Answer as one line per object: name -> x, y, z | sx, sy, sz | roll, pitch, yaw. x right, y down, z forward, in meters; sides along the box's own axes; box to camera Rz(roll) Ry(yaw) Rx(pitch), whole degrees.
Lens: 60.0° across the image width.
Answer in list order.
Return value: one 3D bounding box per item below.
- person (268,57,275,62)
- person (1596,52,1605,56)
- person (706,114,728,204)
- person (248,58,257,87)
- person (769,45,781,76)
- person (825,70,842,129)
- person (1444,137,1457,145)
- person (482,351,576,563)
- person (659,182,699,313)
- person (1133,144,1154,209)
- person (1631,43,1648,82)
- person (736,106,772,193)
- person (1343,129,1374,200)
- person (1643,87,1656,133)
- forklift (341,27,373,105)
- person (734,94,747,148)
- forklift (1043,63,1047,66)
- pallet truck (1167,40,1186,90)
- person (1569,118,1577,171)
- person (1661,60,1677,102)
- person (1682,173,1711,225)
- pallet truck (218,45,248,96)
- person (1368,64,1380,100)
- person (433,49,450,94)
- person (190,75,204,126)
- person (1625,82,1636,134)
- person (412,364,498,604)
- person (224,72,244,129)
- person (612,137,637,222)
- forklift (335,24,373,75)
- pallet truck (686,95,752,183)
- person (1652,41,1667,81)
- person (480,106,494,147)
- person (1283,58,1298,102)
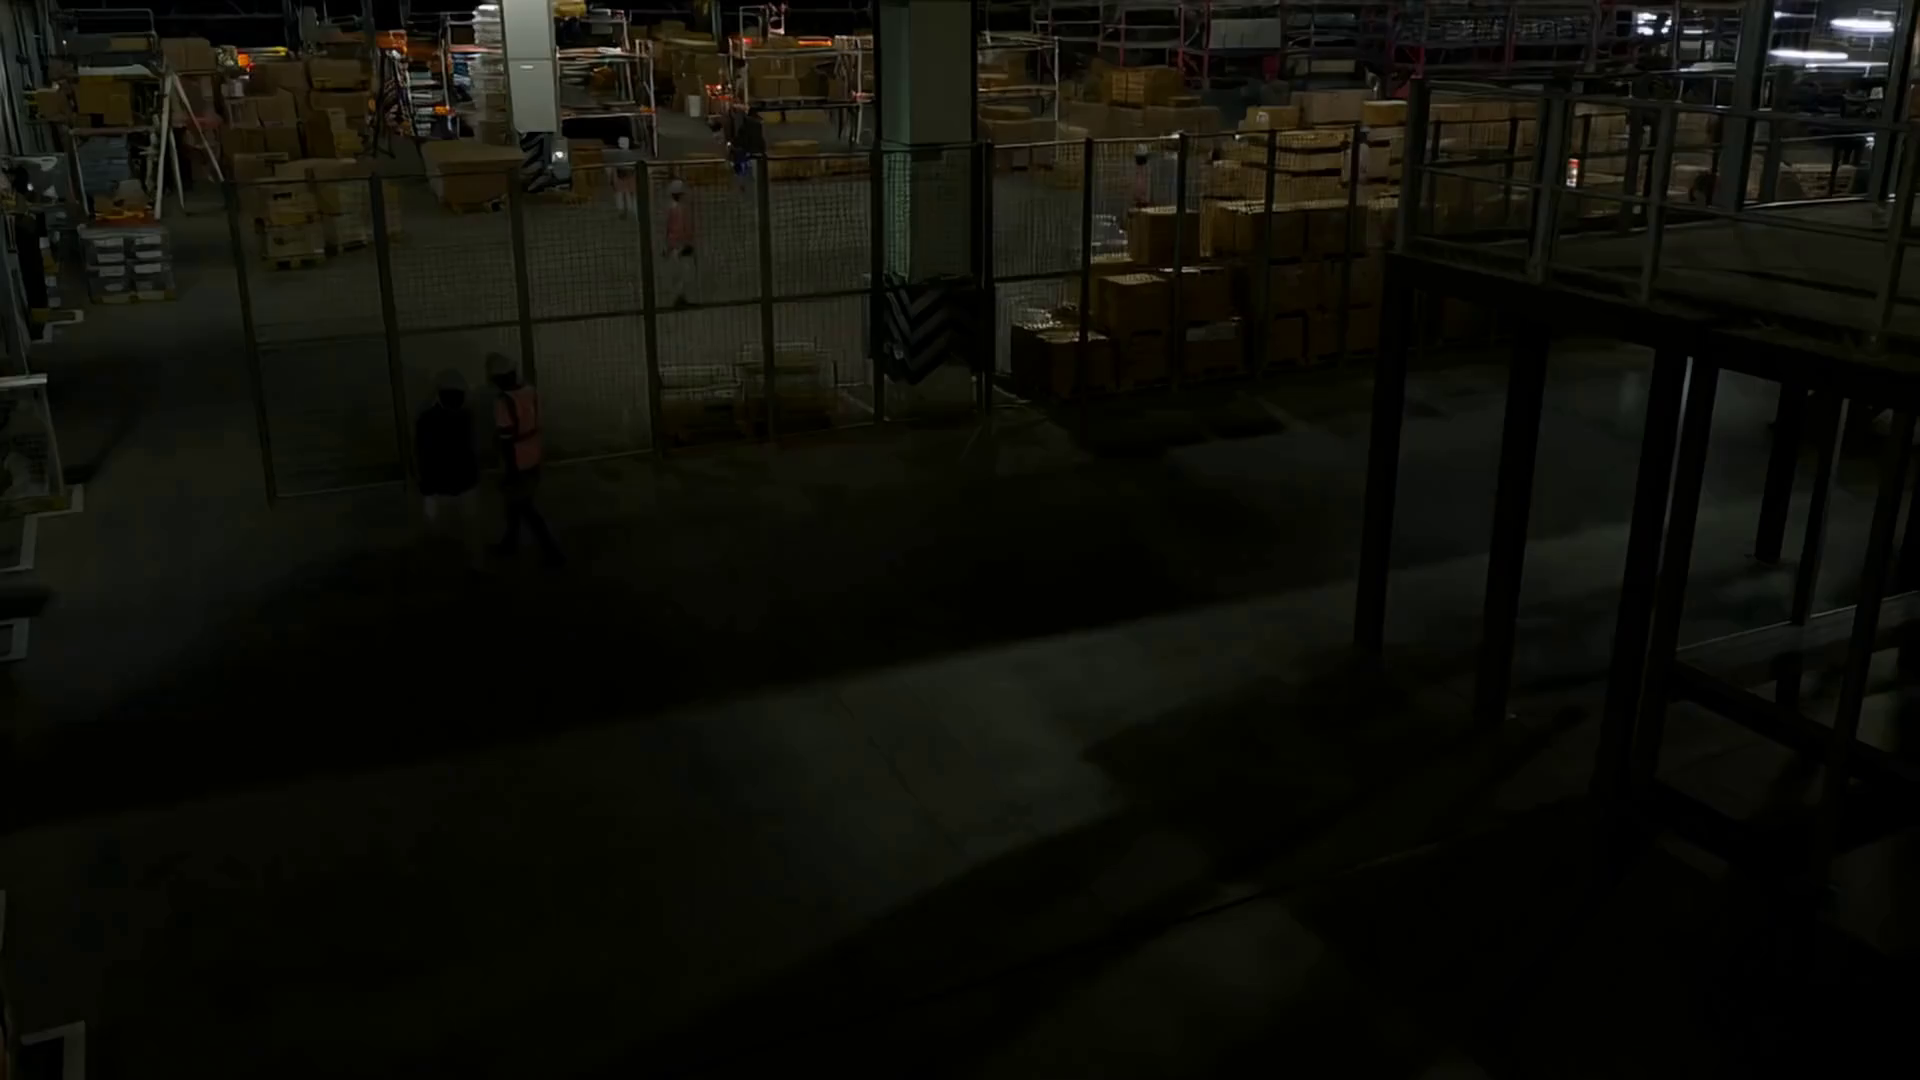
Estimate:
person -> -23.858, -15.826, 57.976 | 0.374, 1.936, 0.627 | 1, 19, 4
person -> 28.758, -21.538, 74.978 | 0.521, 1.640, 0.307 | 4, 20, 12
person -> -5.266, -8.276, 36.121 | 0.426, 1.914, 0.613 | -3, 19, -9
person -> -24.403, -15.693, 57.585 | 0.369, 1.935, 0.552 | -7, 20, -19
person -> -7.549, -19.223, 67.868 | 0.621, 1.895, 0.537 | -12, 23, -32
person -> -4.005, -13.952, 52.698 | 0.522, 1.834, 0.618 | -1, 19, -3
person -> 9.328, -6.791, 31.934 | 0.639, 1.843, 0.429 | -10, 22, -28
person -> -3.698, -0.706, 14.230 | 0.901, 1.885, 0.554 | 12, 23, 32
person -> -4.141, -4.311, 24.600 | 0.625, 1.927, 0.458 | 6, 20, 16
person -> 3.284, -6.152, 29.943 | 0.387, 1.926, 0.591 | -4, 19, -12
person -> 27.911, -19.421, 68.392 | 0.635, 1.936, 0.353 | 4, 19, 11
person -> -4.761, -8.921, 37.948 | 0.990, 1.956, 0.615 | 11, 22, 28
person -> 8.118, -7.465, 33.924 | 0.989, 1.827, 0.513 | 2, 19, 7
person -> 19.754, -12.208, 47.907 | 0.551, 1.644, 0.860 | 1, 19, 2
forklift -> -22.275, -17.346, 60.954 | 1.873, 2.768, 1.129 | -9, 21, -25
person -> -5.775, -10.921, 44.101 | 0.375, 1.727, 0.512 | 10, 21, 27
forklift -> 5.365, -25.785, 85.415 | 1.873, 2.768, 1.129 | -9, 21, -25
pallet truck -> 9.045, -19.971, 69.895 | 0.823, 1.965, 1.885 | -3, 19, -8
person -> 13.948, -9.109, 38.364 | 0.418, 2.034, 0.604 | -2, 19, -5
person -> 26.151, -16.832, 61.311 | 0.878, 1.650, 0.541 | -13, 23, -34
person -> 11.745, -4.937, 26.573 | 0.455, 1.824, 0.645 | 5, 20, 14
pallet truck -> -28.879, -18.665, 66.111 | 0.823, 1.965, 1.885 | -3, 19, -9
person -> 13.383, -14.419, 53.847 | 0.372, 1.966, 0.603 | 11, 22, 28
person -> -20.685, -18.745, 66.486 | 0.631, 1.910, 0.890 | 0, 19, -1
person -> -24.695, -14.223, 53.800 | 0.505, 1.618, 0.705 | -2, 19, -6
person -> 18.758, -11.811, 46.406 | 0.545, 1.902, 0.961 | -17, 26, -41
person -> -4.132, -0.467, 13.402 | 0.756, 1.969, 0.616 | 12, 22, 30
person -> -22.171, -13.338, 50.872 | 0.610, 1.861, 0.685 | -12, 22, -30
person -> -6.780, -7.302, 33.664 | 0.547, 1.667, 0.742 | -8, 21, -21
forklift -> -23.704, -18.498, 64.294 | 1.129, 2.768, 1.873 | 14, 23, 35
pallet truck -> -5.836, -9.608, 39.856 | 0.823, 1.965, 1.885 | 10, 22, 27
person -> 31.382, -21.584, 74.738 | 0.686, 1.900, 0.478 | -8, 20, -21
person -> -11.341, -9.531, 39.997 | 0.374, 1.752, 0.543 | -13, 23, -32
person -> 12.486, -17.262, 62.519 | 0.434, 1.681, 0.551 | -1, 19, -3
